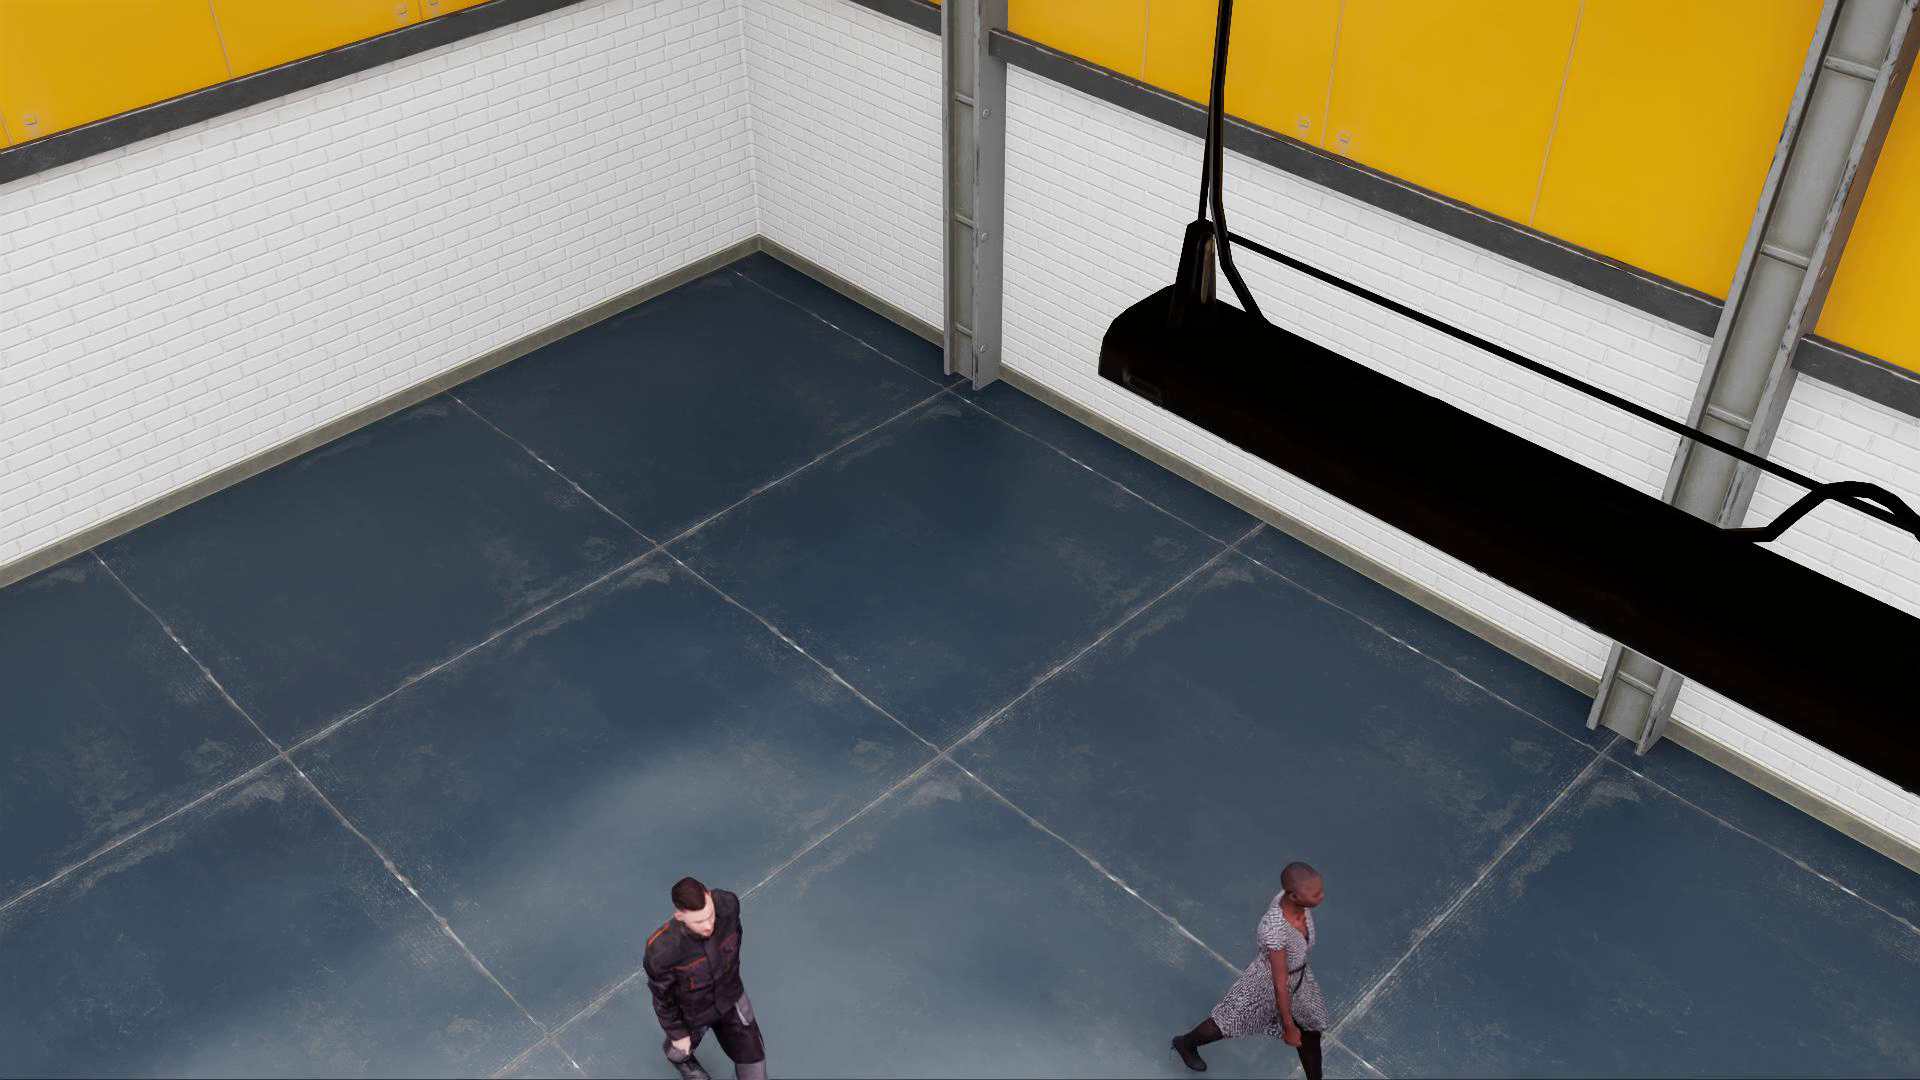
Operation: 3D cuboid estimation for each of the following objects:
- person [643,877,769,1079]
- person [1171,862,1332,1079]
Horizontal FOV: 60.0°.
[{"bbox_3d":[-1.322,2.212,8.207,0.767,1.795,1.198,-29,47,-31],"label":"person"},{"bbox_3d":[1.461,2.220,8.243,1.220,1.738,0.790,21,43,24],"label":"person"}]
